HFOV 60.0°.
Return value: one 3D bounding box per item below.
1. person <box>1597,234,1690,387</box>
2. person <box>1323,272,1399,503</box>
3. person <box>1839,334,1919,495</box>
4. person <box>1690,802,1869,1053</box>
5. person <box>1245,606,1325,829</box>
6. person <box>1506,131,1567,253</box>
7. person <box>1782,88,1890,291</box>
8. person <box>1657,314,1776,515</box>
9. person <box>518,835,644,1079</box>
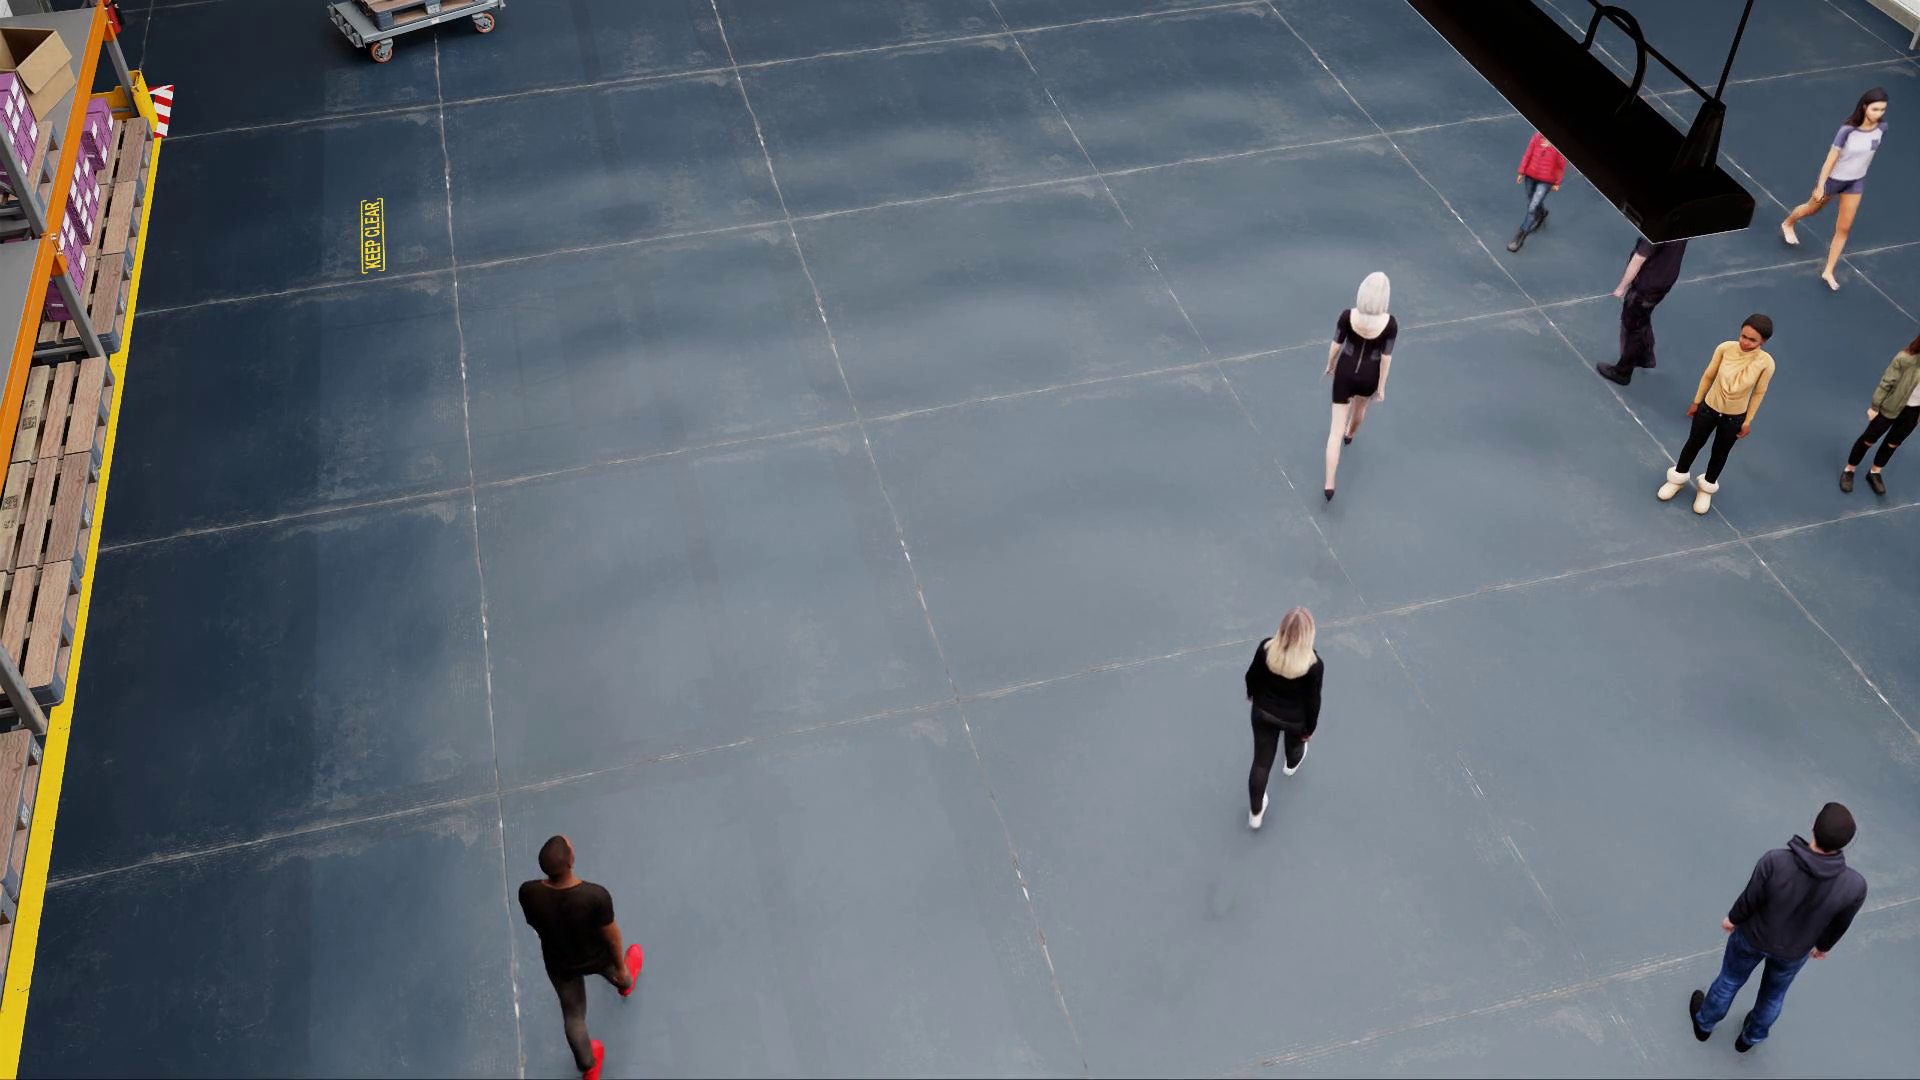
[{"bbox_3d":[5.412,-1.945,12.878,0.821,1.838,0.832,-31,51,-28],"label":"person"},{"bbox_3d":[2.838,-1.080,12.015,1.009,1.775,1.277,10,45,11],"label":"person"},{"bbox_3d":[6.845,-0.964,12.111,0.640,1.475,0.621,5,44,5],"label":"person"},{"bbox_3d":[4.244,2.050,8.646,0.763,1.890,0.783,15,46,15],"label":"person"},{"bbox_3d":[1.863,1.087,9.822,0.986,1.663,1.069,20,47,19],"label":"person"},{"bbox_3d":[5.127,-3.201,14.590,0.841,1.294,0.912,-31,52,-29],"label":"person"},{"bbox_3d":[7.462,-3.096,14.192,0.724,1.692,1.183,-5,44,-5],"label":"person"},{"bbox_3d":[5.480,-0.931,11.942,0.681,1.660,0.752,26,49,24],"label":"person"},{"bbox_3d":[-1.984,2.217,8.557,0.868,1.772,1.155,0,44,0],"label":"person"}]
